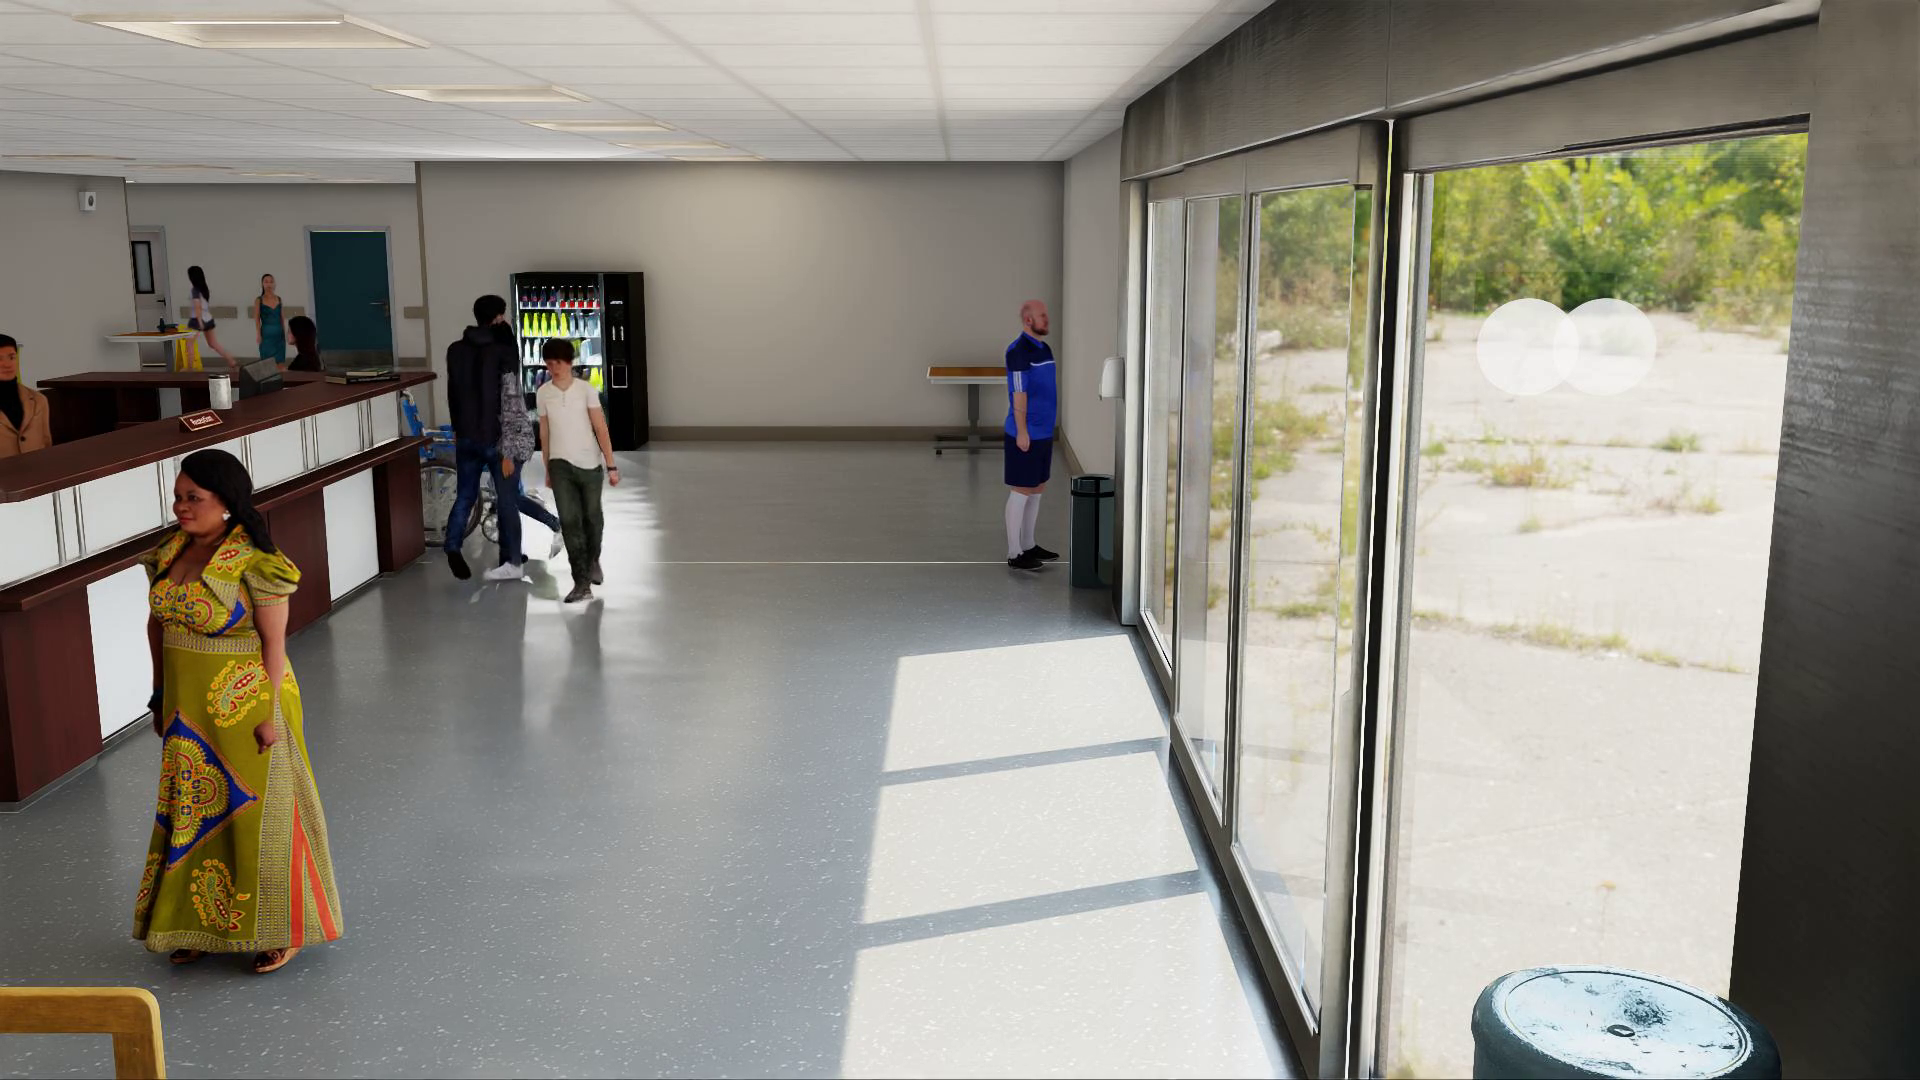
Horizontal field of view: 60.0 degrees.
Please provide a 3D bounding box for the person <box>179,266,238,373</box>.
[{"bbox_3d":[-11.718,-3.395,25.885,1.097,1.670,0.605,0,11,2],"label":"person"}]

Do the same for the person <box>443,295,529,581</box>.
[{"bbox_3d":[-3.173,-0.638,10.889,1.147,1.844,0.901,2,11,9],"label":"person"}]

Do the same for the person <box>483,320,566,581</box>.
[{"bbox_3d":[-2.894,-0.603,11.065,0.945,1.709,0.814,-6,12,-27],"label":"person"}]

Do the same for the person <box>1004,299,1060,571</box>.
[{"bbox_3d":[0.485,-0.735,11.411,0.705,1.840,0.744,5,12,23],"label":"person"}]

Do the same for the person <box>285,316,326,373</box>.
[{"bbox_3d":[-5.000,-0.936,13.026,0.698,1.633,0.685,-3,11,-15],"label":"person"}]

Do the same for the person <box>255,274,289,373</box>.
[{"bbox_3d":[-9.114,-2.672,22.029,0.674,1.687,0.616,10,15,44],"label":"person"}]

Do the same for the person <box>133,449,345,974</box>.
[{"bbox_3d":[-2.314,0.527,5.244,0.797,1.660,0.978,2,11,12],"label":"person"}]

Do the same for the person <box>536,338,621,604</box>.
[{"bbox_3d":[-2.400,-0.441,10.471,1.062,1.613,0.721,-1,11,-5],"label":"person"}]
